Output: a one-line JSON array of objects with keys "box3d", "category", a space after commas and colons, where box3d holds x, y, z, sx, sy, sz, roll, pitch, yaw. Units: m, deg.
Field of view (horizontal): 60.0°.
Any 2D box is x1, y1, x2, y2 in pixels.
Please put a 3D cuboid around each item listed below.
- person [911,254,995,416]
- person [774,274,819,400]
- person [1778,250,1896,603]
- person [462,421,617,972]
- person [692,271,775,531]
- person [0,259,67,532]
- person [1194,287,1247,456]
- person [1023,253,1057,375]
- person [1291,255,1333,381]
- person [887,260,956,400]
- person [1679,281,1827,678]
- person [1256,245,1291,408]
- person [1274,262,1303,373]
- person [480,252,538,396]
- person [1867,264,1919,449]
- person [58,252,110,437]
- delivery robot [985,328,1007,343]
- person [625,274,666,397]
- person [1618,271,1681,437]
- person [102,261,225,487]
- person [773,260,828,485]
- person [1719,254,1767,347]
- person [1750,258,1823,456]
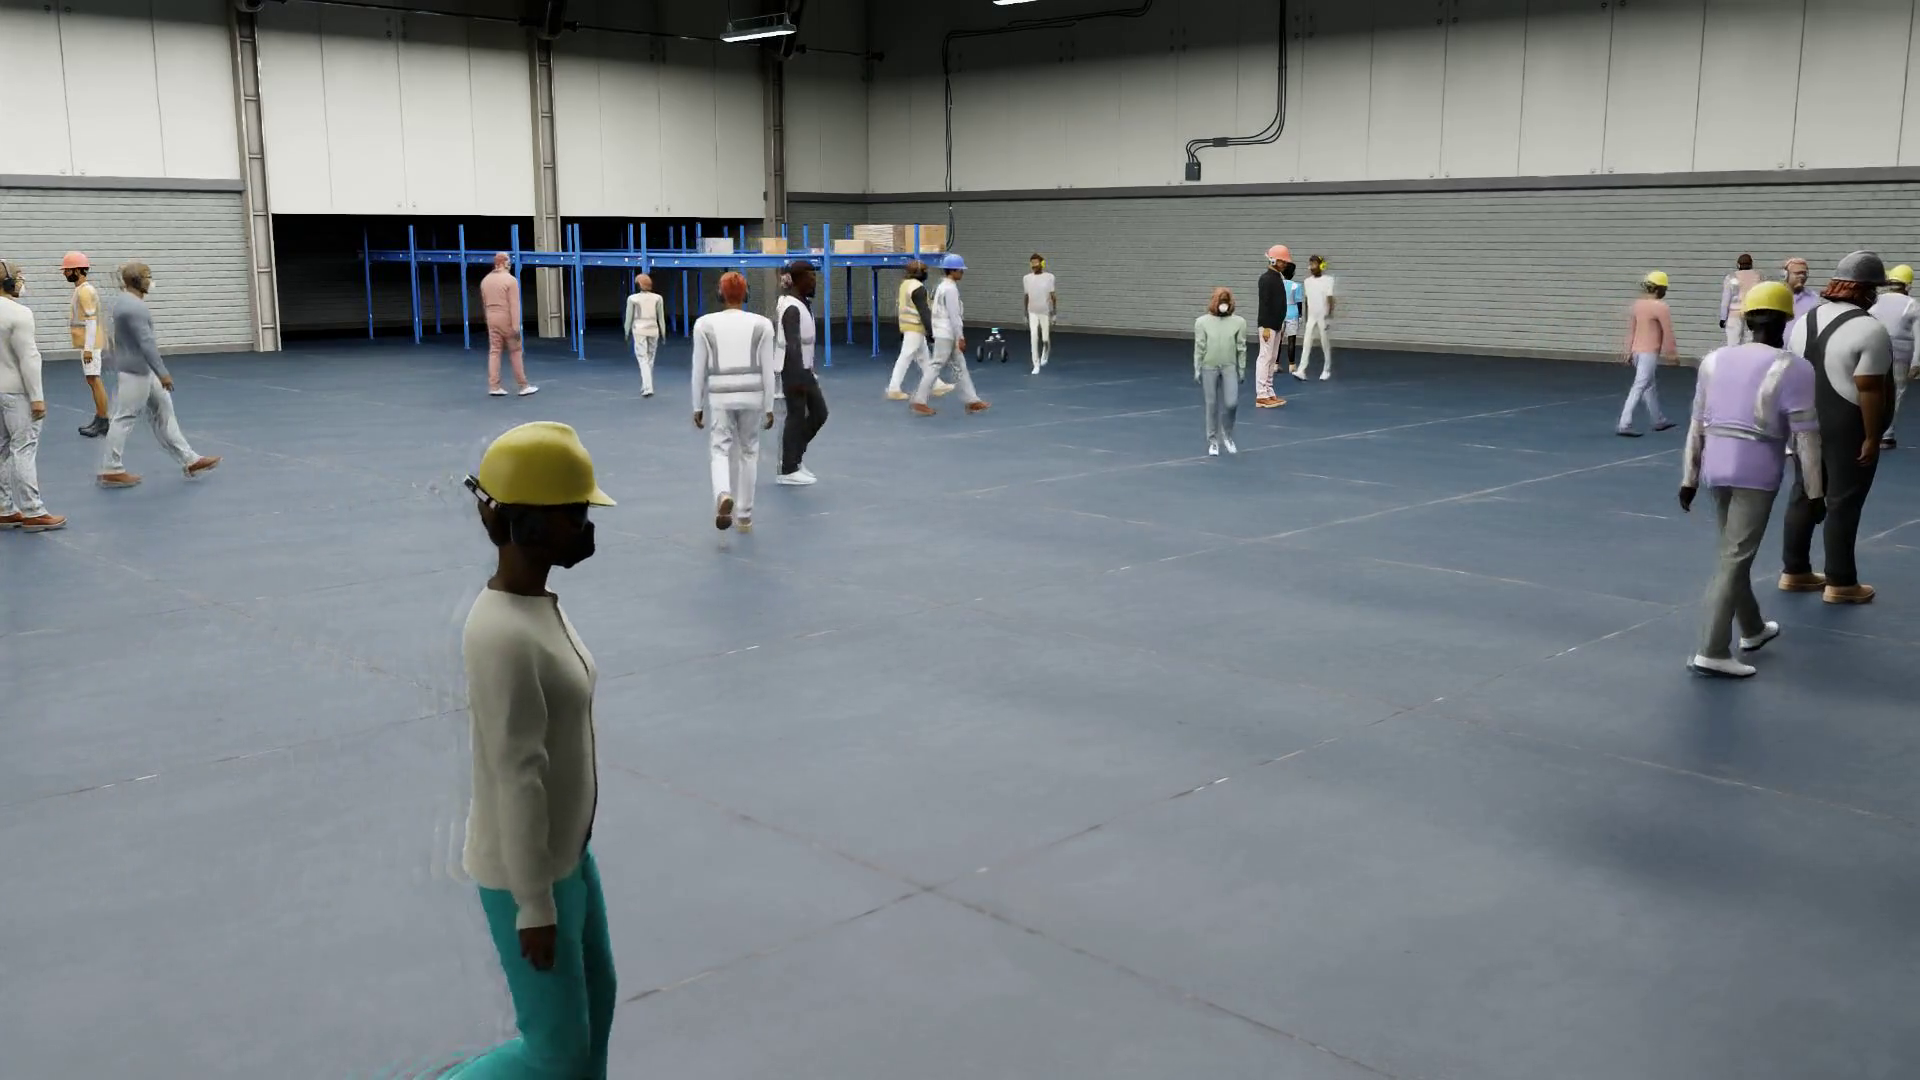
[{"box3d": [-0.121, -2.411, 19.598, 1.018, 1.891, 0.634, -1, 10, -5], "category": "person"}, {"box3d": [-2.174, -2.656, 21.678, 0.723, 1.612, 0.525, -7, 12, -32], "category": "person"}, {"box3d": [5.175, -0.656, 9.724, 0.536, 2.000, 0.679, -3, 11, -14], "category": "person"}, {"box3d": [-0.892, 0.633, 3.336, 0.615, 1.747, 0.539, -1, 10, -6], "category": "person"}, {"box3d": [-1.593, -0.962, 11.755, 0.585, 1.866, 0.687, -1, 10, -7], "category": "person"}, {"box3d": [-6.822, -1.038, 11.966, 0.629, 1.940, 0.379, 5, 12, 26], "category": "person"}, {"box3d": [2.502, -1.619, 16.023, 0.503, 1.621, 0.423, 1, 10, 6], "category": "person"}, {"box3d": [1.244, -3.507, 25.692, 0.523, 1.853, 0.654, 2, 11, 10], "category": "person"}, {"box3d": [5.199, -3.222, 24.222, 0.542, 1.811, 0.976, 9, 14, 40], "category": "person"}, {"box3d": [-0.521, -2.715, 21.533, 0.987, 1.788, 0.640, -3, 11, -17], "category": "person"}, {"box3d": [3.925, -0.302, 8.133, 0.918, 1.884, 0.677, -5, 12, -27], "category": "person"}, {"box3d": [3.883, -2.653, 20.628, 0.389, 1.991, 0.610, 6, 12, 28], "category": "person"}, {"box3d": [5.052, -3.434, 25.695, 0.535, 1.697, 0.318, 8, 13, 36], "category": "person"}, {"box3d": [-6.009, -2.851, 22.014, 0.688, 1.900, 0.570, 6, 12, 29], "category": "person"}, {"box3d": [9.283, -1.824, 16.577, 0.411, 1.818, 0.614, -9, 14, -42], "category": "person"}, {"box3d": [-9.267, -2.072, 17.608, 0.374, 1.935, 0.552, -6, 12, -28], "category": "person"}, {"box3d": [0.589, -3.468, 28.145, 0.335, 0.223, 0.698, 2, 11, 13], "category": "delivery robot"}, {"box3d": [-4.177, -2.715, 22.041, 0.532, 1.603, 0.777, -7, 12, -32], "category": "person"}, {"box3d": [7.358, -1.959, 17.582, 0.875, 1.728, 0.546, -2, 11, -11], "category": "person"}, {"box3d": [-6.871, -1.415, 14.153, 1.012, 1.886, 0.641, -5, 11, -25], "category": "person"}, {"box3d": [-1.364, -1.423, 14.170, 0.455, 1.899, 0.617, 1, 10, 5], "category": "person"}, {"box3d": [11.448, -3.259, 24.363, 0.621, 1.837, 0.430, 1, 10, 5], "category": "person"}, {"box3d": [7.936, -1.737, 15.889, 0.671, 1.892, 0.509, 0, 10, -2], "category": "person"}]
